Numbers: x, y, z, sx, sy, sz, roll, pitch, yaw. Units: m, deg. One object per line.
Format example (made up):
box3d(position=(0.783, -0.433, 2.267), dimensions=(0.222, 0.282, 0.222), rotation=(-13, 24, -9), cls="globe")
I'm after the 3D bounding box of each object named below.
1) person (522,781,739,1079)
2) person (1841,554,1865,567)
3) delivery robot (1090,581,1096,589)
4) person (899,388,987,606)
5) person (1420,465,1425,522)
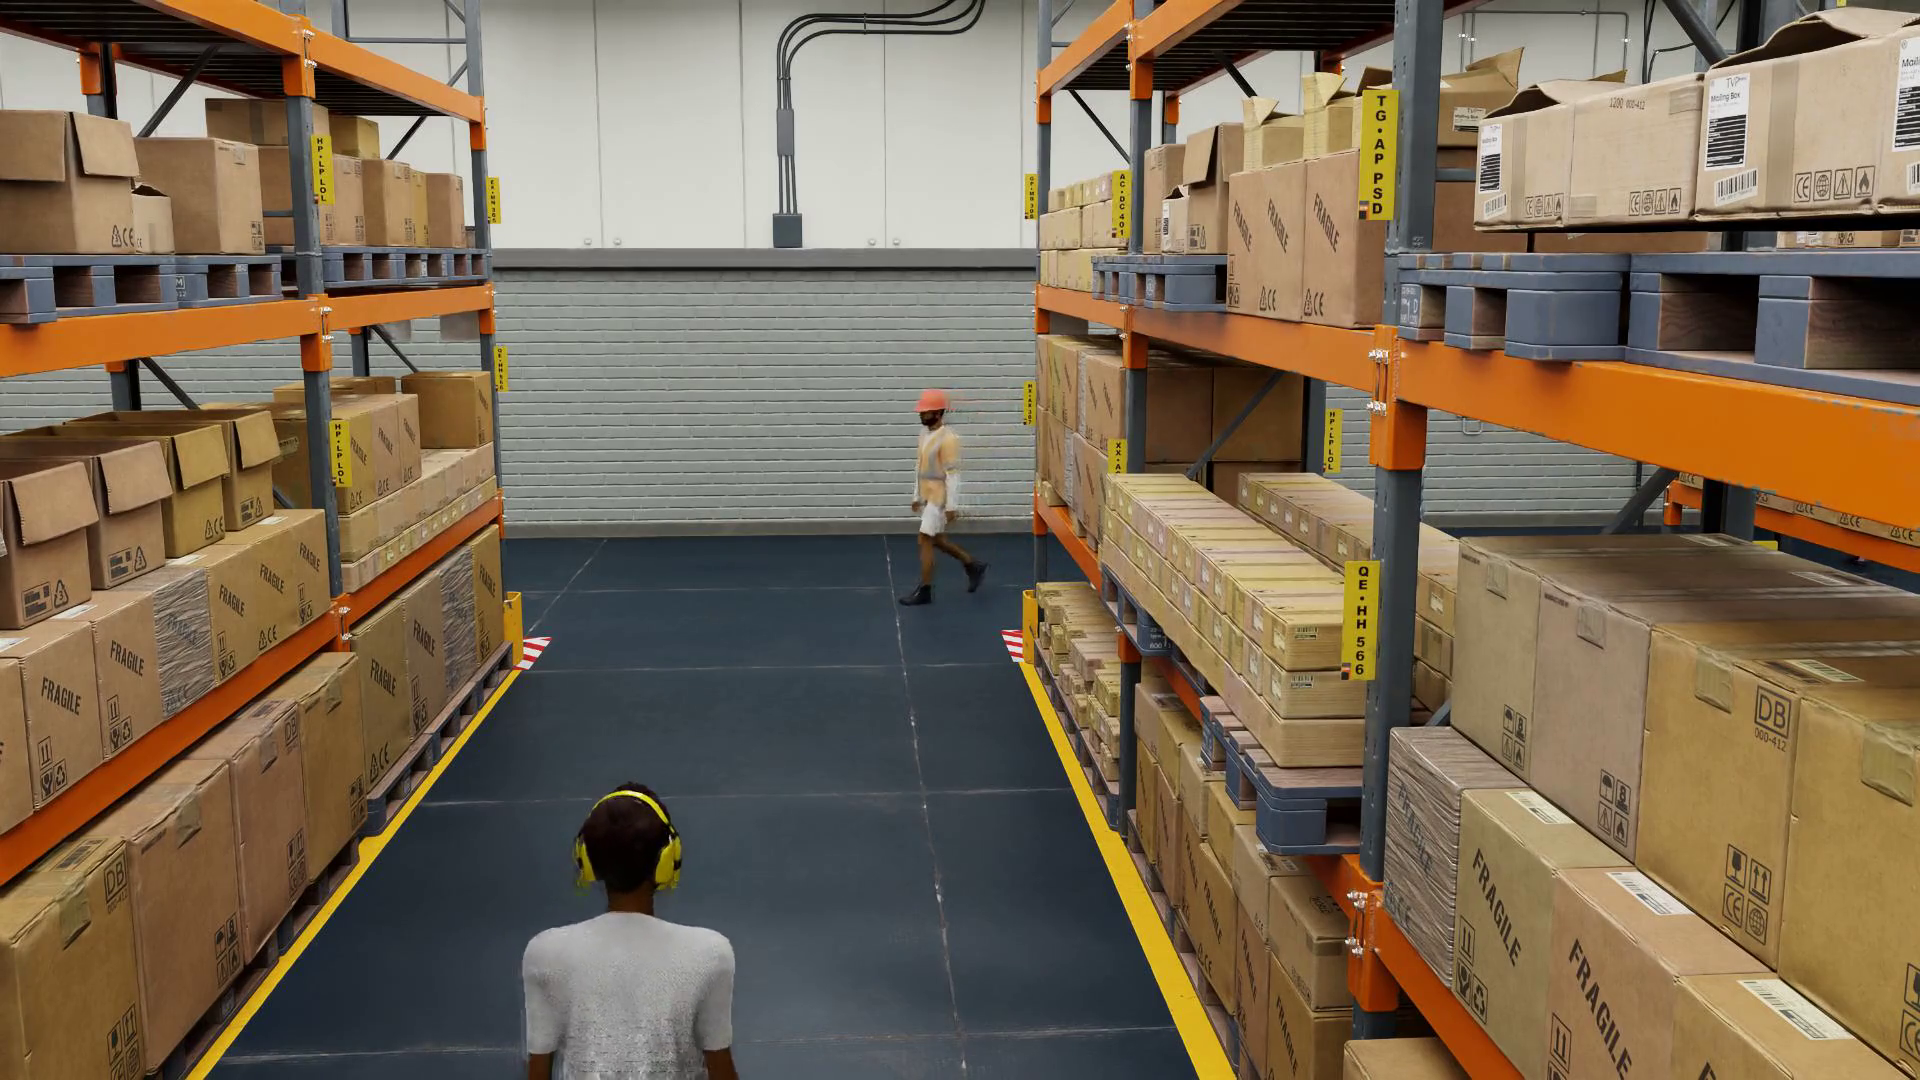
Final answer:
box3d(position=(-0.771, 1.496, 3.782), dimensions=(0.509, 1.839, 0.889), rotation=(2, 10, 9), cls="person")
box3d(position=(8.843, -0.661, 16.279), dimensions=(0.648, 1.892, 0.480), rotation=(-1, 10, -5), cls="person")
box3d(position=(1.390, 0.401, 13.677), dimensions=(0.477, 0.478, 0.707), rotation=(-7, 12, -34), cls="delivery robot")
box3d(position=(-0.141, -0.388, 14.632), dimensions=(0.815, 1.912, 0.553), rotation=(-4, 10, -22), cls="person")
box3d(position=(3.638, -0.111, 13.777), dimensions=(0.514, 1.639, 0.310), rotation=(-5, 11, -29), cls="person")
